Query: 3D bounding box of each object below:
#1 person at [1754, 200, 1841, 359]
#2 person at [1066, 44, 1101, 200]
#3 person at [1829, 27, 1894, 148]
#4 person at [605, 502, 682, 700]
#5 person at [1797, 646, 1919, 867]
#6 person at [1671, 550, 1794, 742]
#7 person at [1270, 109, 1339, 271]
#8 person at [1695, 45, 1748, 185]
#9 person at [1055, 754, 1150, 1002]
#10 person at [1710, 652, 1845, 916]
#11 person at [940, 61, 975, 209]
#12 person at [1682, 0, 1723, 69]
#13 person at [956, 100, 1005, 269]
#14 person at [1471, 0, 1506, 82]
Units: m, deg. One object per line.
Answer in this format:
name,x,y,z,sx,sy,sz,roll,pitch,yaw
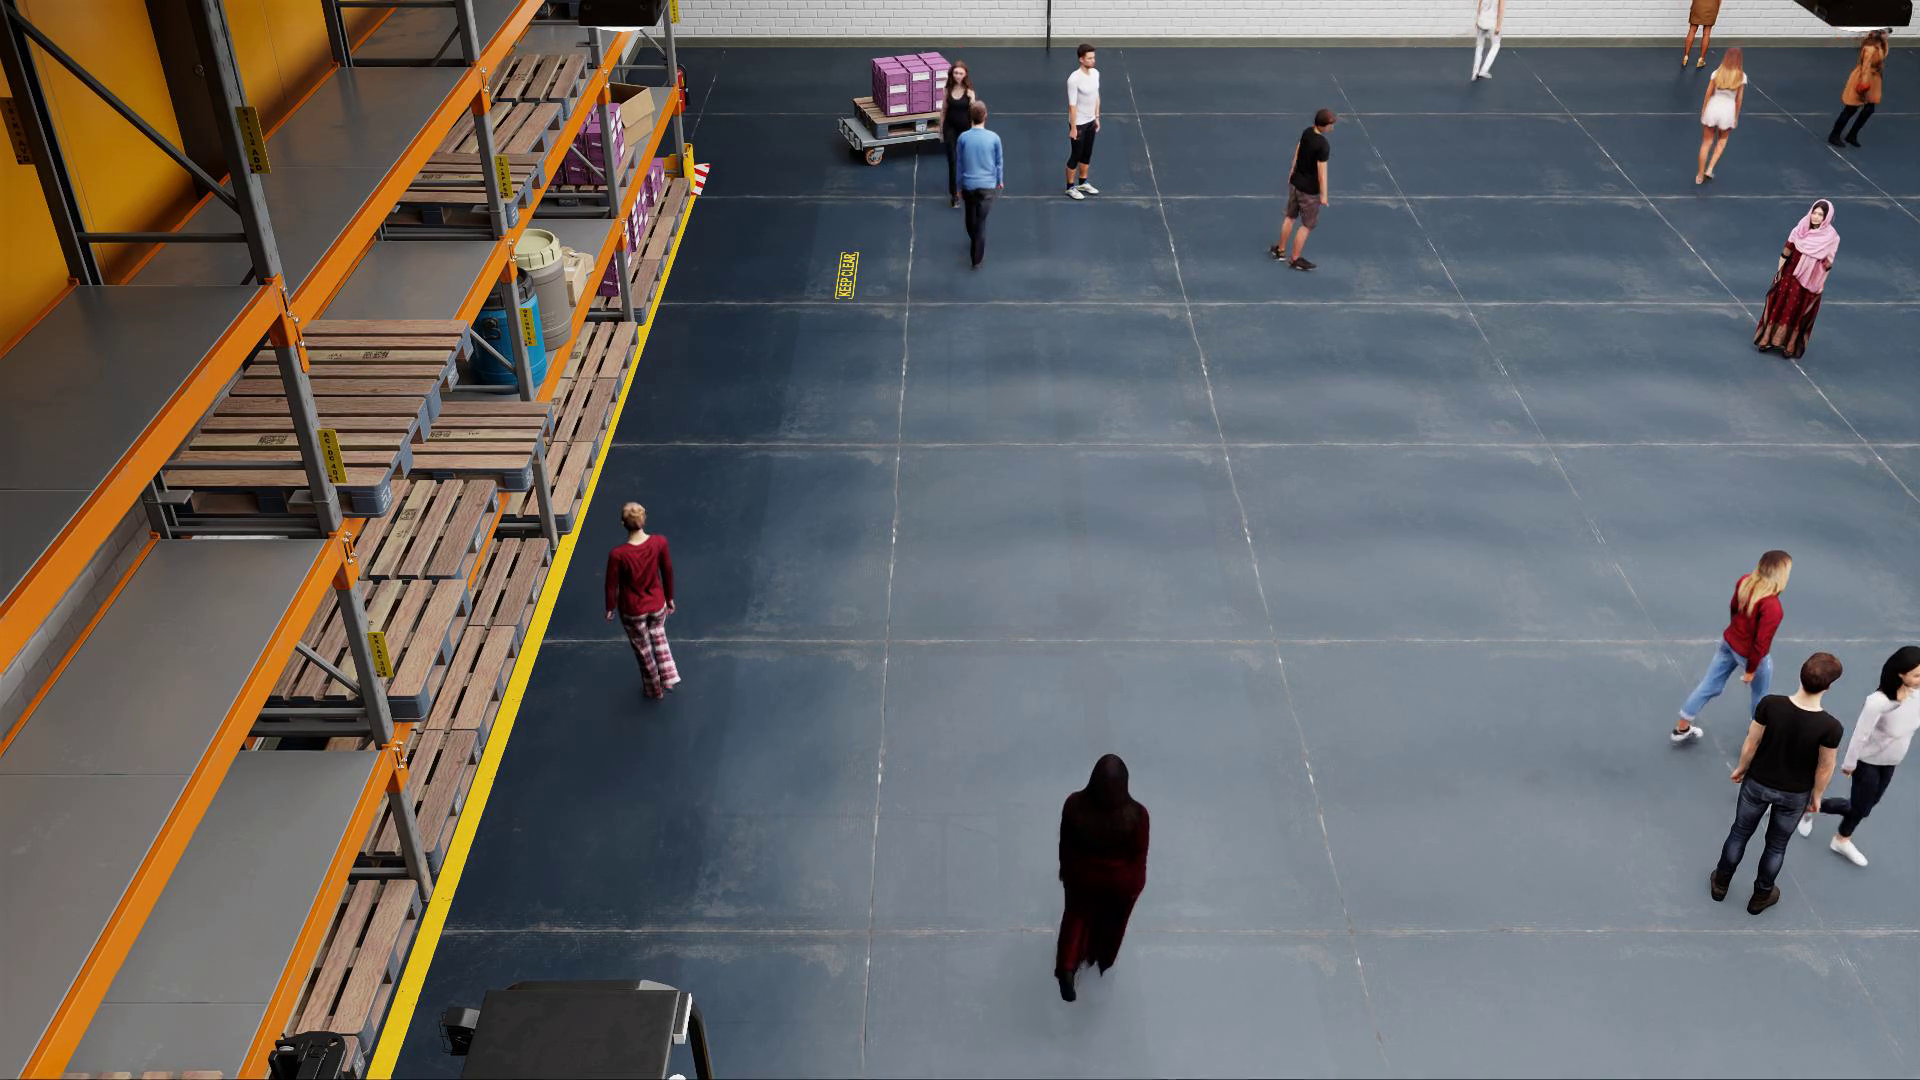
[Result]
person,8.334,-2.597,16.470,0.761,1.639,0.789,21,39,29
person,1.471,-5.035,19.949,0.795,1.848,0.725,27,42,34
person,11.504,-5.820,21.277,0.945,1.686,0.896,27,42,35
person,-2.222,0.478,11.794,0.764,1.694,0.804,-21,39,-29
person,5.713,1.318,10.536,0.816,1.688,0.890,-21,39,-28
person,5.318,0.782,11.433,0.869,1.587,1.085,-9,35,-13
person,3.735,-3.892,18.252,0.992,1.823,0.695,-20,38,-27
person,9.241,-5.148,20.268,0.715,1.683,0.753,15,37,22
person,0.799,1.970,9.504,0.801,1.744,0.950,9,35,14
person,4.967,1.483,10.099,0.766,1.897,0.787,22,39,29
person,-0.007,-4.909,19.900,0.622,1.693,1.121,3,34,4
person,10.818,-7.733,24.152,0.640,1.690,0.661,18,38,25
person,0.191,-3.862,18.252,0.788,1.773,1.124,7,34,10
person,7.447,-7.334,23.579,0.704,1.658,0.763,29,43,36
